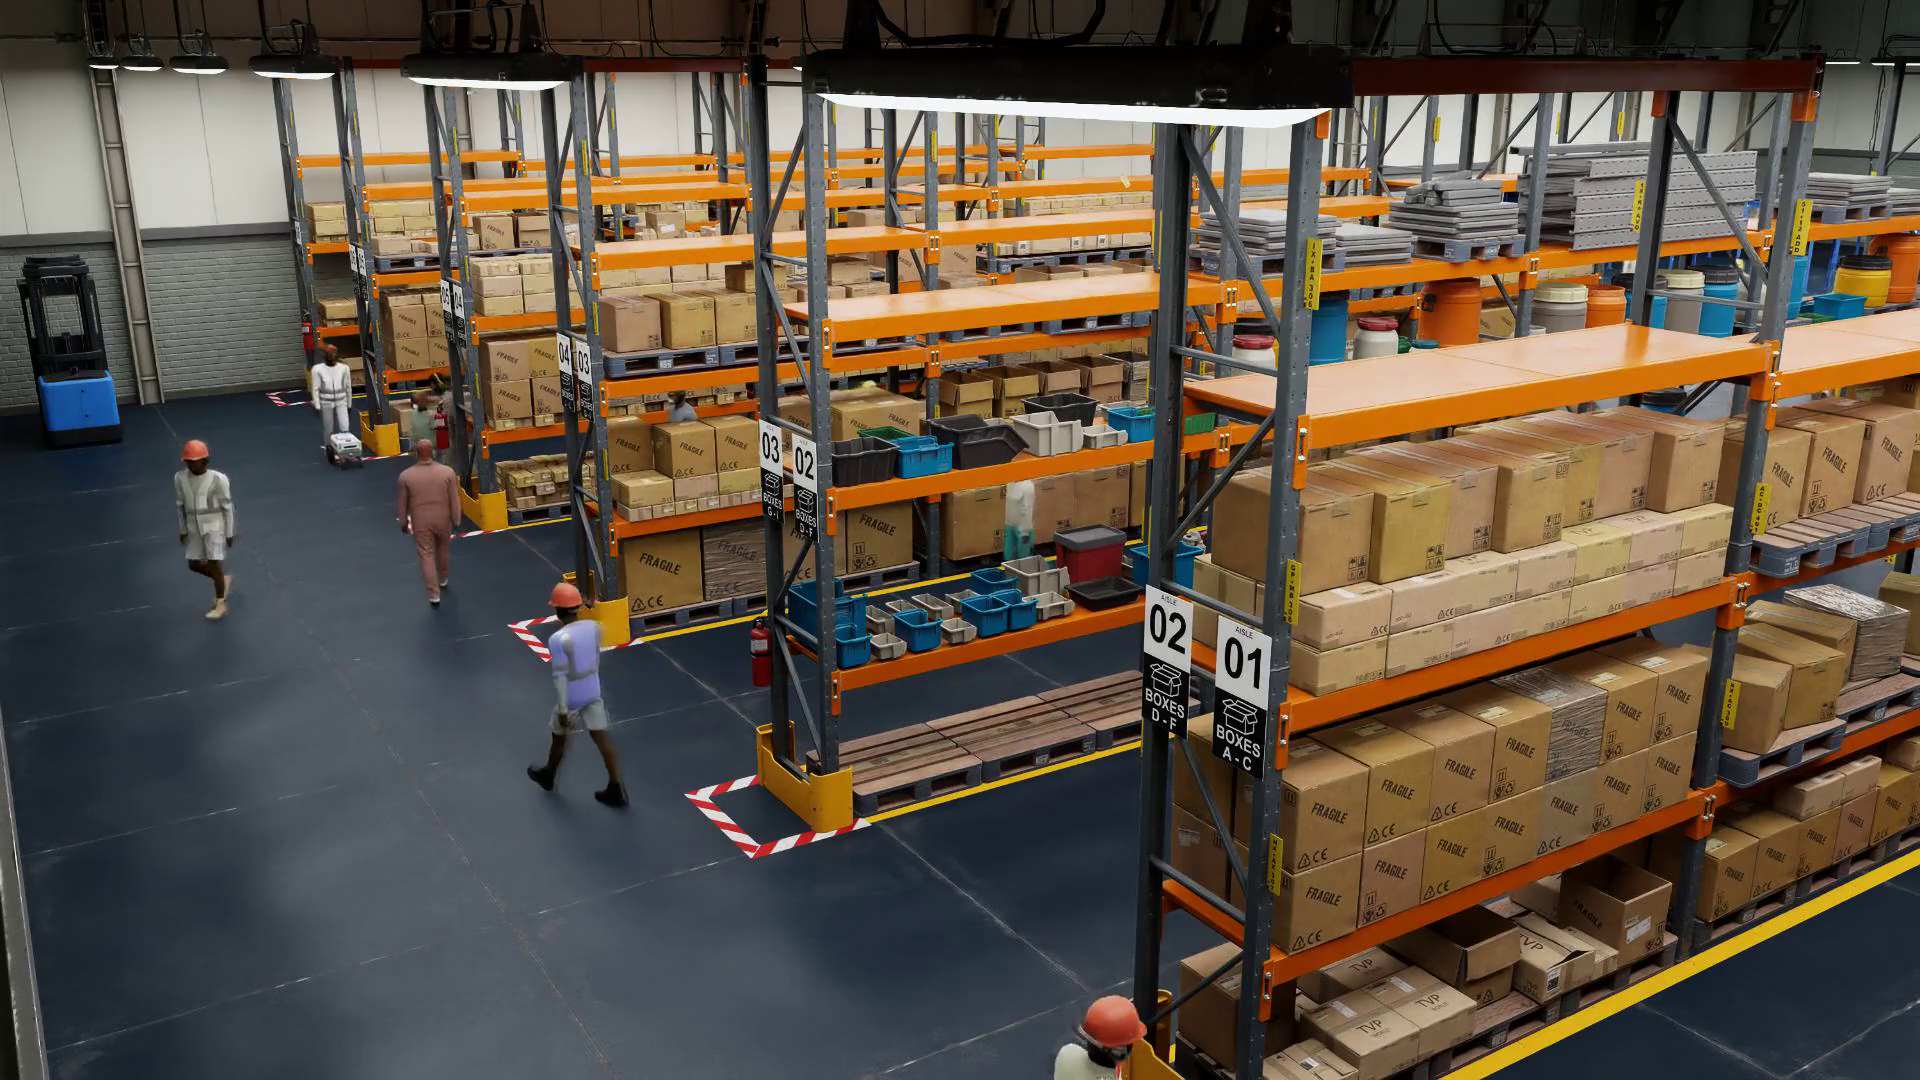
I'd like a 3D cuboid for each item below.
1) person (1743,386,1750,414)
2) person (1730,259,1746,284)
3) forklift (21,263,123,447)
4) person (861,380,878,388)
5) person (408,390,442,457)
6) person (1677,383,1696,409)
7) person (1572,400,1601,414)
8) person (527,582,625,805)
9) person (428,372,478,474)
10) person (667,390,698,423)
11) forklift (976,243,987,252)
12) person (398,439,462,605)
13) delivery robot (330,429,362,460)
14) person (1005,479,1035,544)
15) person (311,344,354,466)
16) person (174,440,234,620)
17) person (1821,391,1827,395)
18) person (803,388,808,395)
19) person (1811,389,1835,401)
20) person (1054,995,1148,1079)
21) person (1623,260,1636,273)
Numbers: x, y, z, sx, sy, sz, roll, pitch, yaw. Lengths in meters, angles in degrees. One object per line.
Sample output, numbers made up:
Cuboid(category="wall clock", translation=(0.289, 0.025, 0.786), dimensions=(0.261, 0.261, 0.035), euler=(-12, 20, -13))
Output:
Cuboid(category="person", translation=(11.547, -1.718, 23.097), dimensions=(0.535, 1.748, 0.582), euler=(-10, 20, -30))
Cuboid(category="person", translation=(16.938, -5.270, 34.620), dimensions=(0.416, 1.809, 0.606), euler=(-3, 17, -10))
Cuboid(category="forklift", translation=(-14.518, -3.079, 25.708), dimensions=(1.129, 2.768, 1.873), euler=(-10, 20, -31))
Cuboid(category="person", translation=(-1.159, -1.299, 21.608), dimensions=(0.809, 1.800, 0.626), euler=(-13, 21, -36))
Cuboid(category="person", translation=(-7.408, -1.275, 21.847), dimensions=(0.506, 1.614, 0.378), euler=(12, 21, 34))
Cuboid(category="person", translation=(11.519, -2.311, 25.113), dimensions=(0.315, 1.696, 0.540), euler=(11, 20, 32))
Cuboid(category="person", translation=(10.765, -2.882, 26.715), dimensions=(1.006, 1.849, 0.662), euler=(-6, 18, -19))
Cuboid(category="person", translation=(-3.210, 1.257, 13.101), dimensions=(1.008, 1.878, 0.569), euler=(11, 20, 32))
Cuboid(category="person", translation=(-7.175, -1.450, 22.105), dimensions=(0.962, 1.807, 0.523), euler=(-3, 17, -8))
Cuboid(category="person", translation=(-3.649, -1.116, 20.789), dimensions=(0.353, 1.936, 0.635), euler=(-12, 21, -35))
Cuboid(category="forklift", translation=(0.988, -5.474, 34.718), dimensions=(1.214, 2.155, 2.313), euler=(-10, 20, -31))
Cuboid(category="person", translation=(-6.064, -0.241, 18.064), dimensions=(0.664, 1.852, 0.986), euler=(-7, 18, -21))
Cuboid(category="delivery robot", translation=(-9.421, -1.472, 24.203), dimensions=(0.477, 0.478, 0.707), euler=(-10, 20, -30))
Cuboid(category="person", translation=(0.710, -0.164, 17.973), dimensions=(0.656, 1.747, 0.531), euler=(-11, 20, -32))
Cuboid(category="person", translation=(-9.609, -2.099, 24.182), dimensions=(0.583, 1.849, 0.944), euler=(-9, 19, -28))
Cuboid(category="person", translation=(-8.311, -0.144, 17.450), dimensions=(0.636, 2.025, 0.558), euler=(2, 17, 7))
Cuboid(category="person", translation=(16.068, -3.646, 29.232), dimensions=(0.677, 1.857, 0.992), euler=(8, 19, 25))
Cuboid(category="person", translation=(-2.151, -1.091, 20.858), dimensions=(0.652, 1.858, 0.582), euler=(-12, 21, -34))
Cuboid(category="person", translation=(14.942, -3.046, 27.167), dimensions=(0.732, 1.905, 0.564), euler=(-8, 19, -24))
Cuboid(category="person", translation=(0.559, 2.991, 7.327), dimensions=(1.038, 1.944, 0.628), euler=(-10, 19, -29))
Cuboid(category="person", translation=(16.279, -6.340, 38.023), dimensions=(0.640, 1.894, 1.034), euler=(3, 17, 11))
